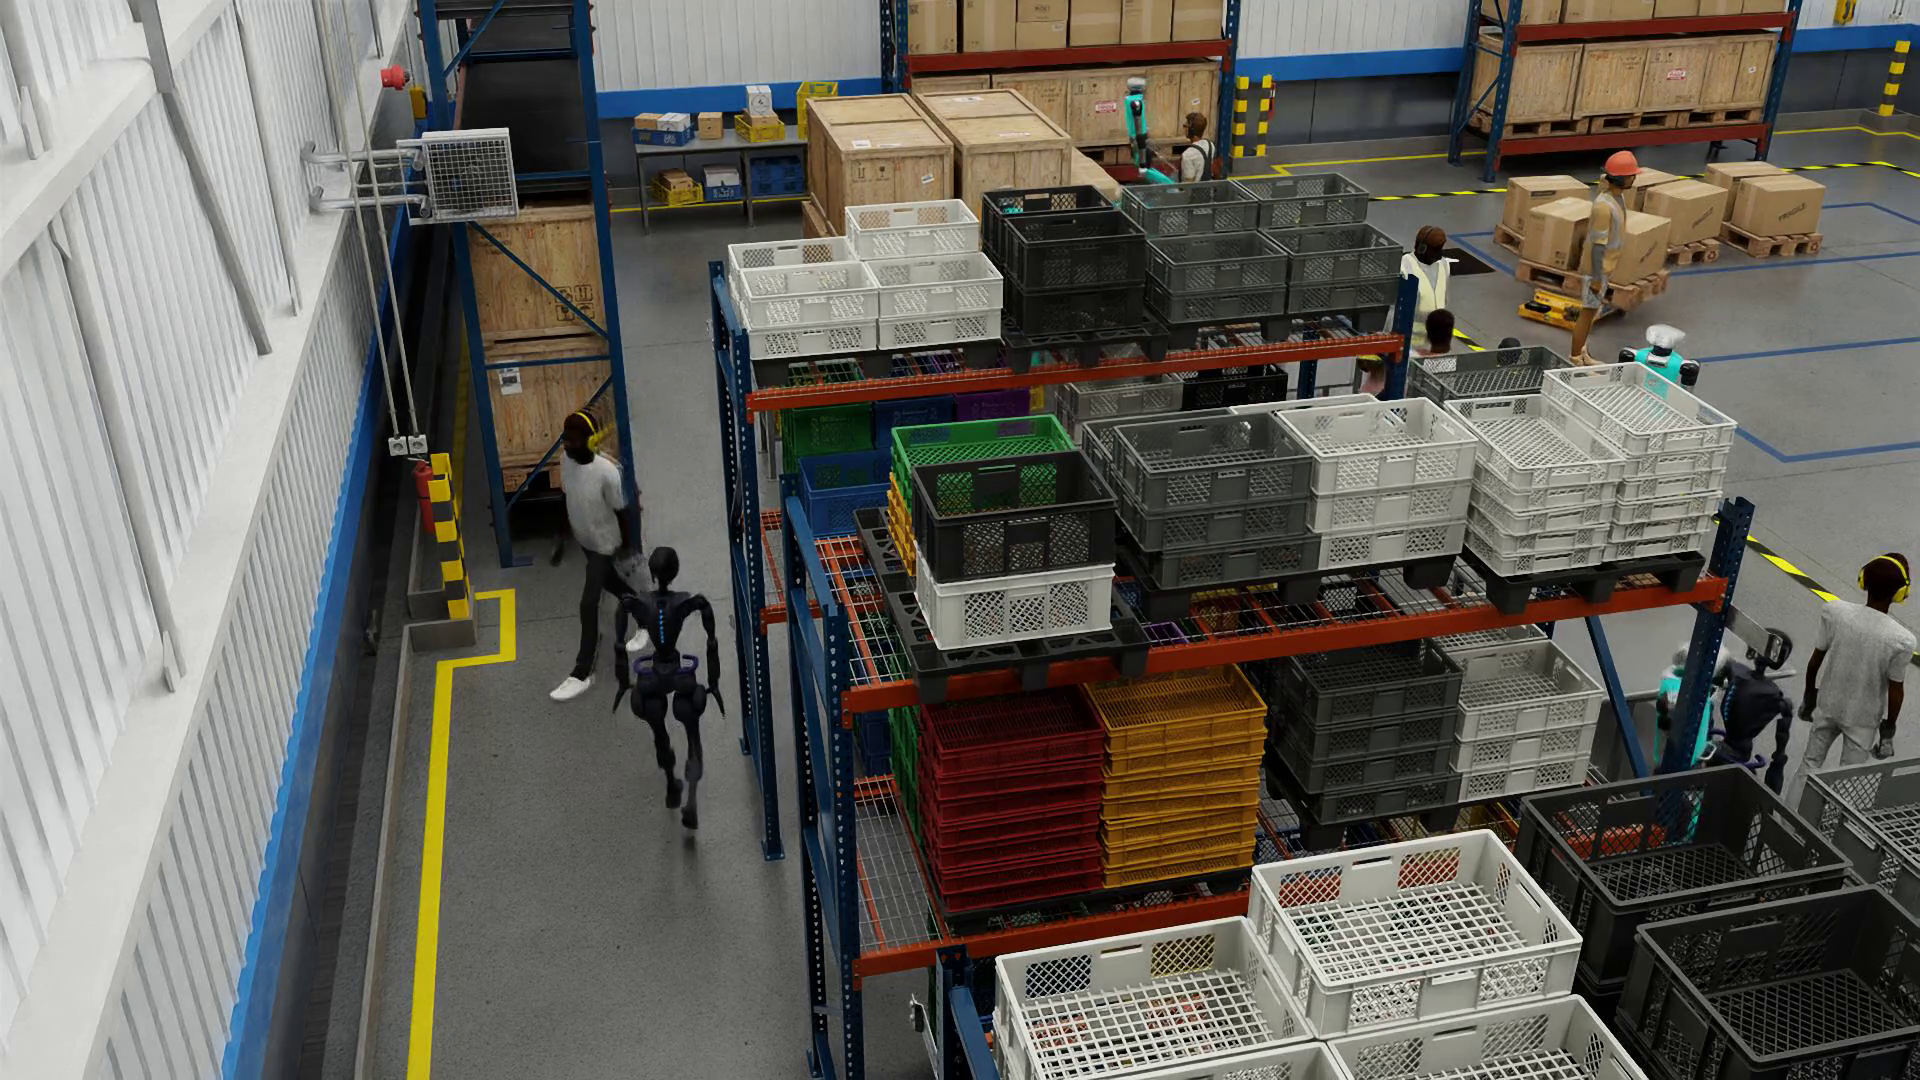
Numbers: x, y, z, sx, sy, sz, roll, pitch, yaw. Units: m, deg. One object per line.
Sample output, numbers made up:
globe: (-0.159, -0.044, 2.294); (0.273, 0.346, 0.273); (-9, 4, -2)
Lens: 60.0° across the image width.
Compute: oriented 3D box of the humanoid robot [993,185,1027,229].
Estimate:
humanoid robot: (0.238, -2.214, 14.612); (0.678, 1.751, 0.547); (-10, 29, -19)

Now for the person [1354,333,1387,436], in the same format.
person: (2.861, -0.635, 11.648); (0.416, 1.750, 0.547); (3, 28, 6)

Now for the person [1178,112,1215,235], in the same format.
person: (2.347, -3.393, 16.791); (0.346, 1.846, 0.506); (19, 33, 32)

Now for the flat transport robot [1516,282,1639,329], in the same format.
flat transport robot: (6.251, -2.431, 16.629); (1.431, 0.197, 0.652); (-23, 35, -37)

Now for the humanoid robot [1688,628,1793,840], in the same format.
humanoid robot: (3.850, 1.165, 8.321); (0.311, 1.653, 0.605); (-9, 29, -17)

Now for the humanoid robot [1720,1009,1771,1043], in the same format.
humanoid robot: (2.920, 2.272, 6.247); (0.529, 1.629, 0.613); (1, 28, 1)

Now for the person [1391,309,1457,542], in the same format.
person: (3.221, -0.644, 11.506); (0.770, 1.918, 0.508); (21, 34, 34)

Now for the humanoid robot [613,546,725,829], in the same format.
humanoid robot: (-1.595, 0.820, 9.002); (0.611, 1.639, 0.577); (-3, 28, -5)

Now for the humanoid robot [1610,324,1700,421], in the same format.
humanoid robot: (4.903, -0.787, 11.820); (0.533, 1.677, 0.735); (17, 32, 29)

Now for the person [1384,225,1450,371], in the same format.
person: (3.702, -1.668, 13.539); (0.628, 1.835, 0.429); (-15, 31, -26)

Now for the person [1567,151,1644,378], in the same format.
person: (5.708, -2.430, 14.754); (0.372, 2.045, 0.606); (14, 31, 25)

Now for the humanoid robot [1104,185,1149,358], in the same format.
humanoid robot: (1.757, -2.415, 15.117); (1.012, 1.748, 0.563); (-19, 33, -31)

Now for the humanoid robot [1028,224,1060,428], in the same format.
humanoid robot: (0.581, -1.802, 13.889); (0.609, 1.770, 0.795); (19, 33, 32)

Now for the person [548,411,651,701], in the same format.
person: (-2.255, 0.021, 10.339); (0.498, 1.826, 0.986); (22, 35, 36)

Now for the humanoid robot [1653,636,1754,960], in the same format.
humanoid robot: (3.580, 1.324, 7.937); (0.737, 1.771, 0.530); (20, 34, 33)

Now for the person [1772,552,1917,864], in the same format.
person: (4.605, 0.904, 8.609); (0.329, 1.876, 0.506); (-19, 33, -31)

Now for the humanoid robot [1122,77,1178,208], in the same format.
humanoid robot: (2.167, -4.243, 18.579); (0.782, 1.830, 0.559); (-2, 28, -4)

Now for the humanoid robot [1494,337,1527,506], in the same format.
humanoid robot: (3.766, -0.634, 11.722); (0.599, 1.657, 0.315); (-1, 28, -2)
